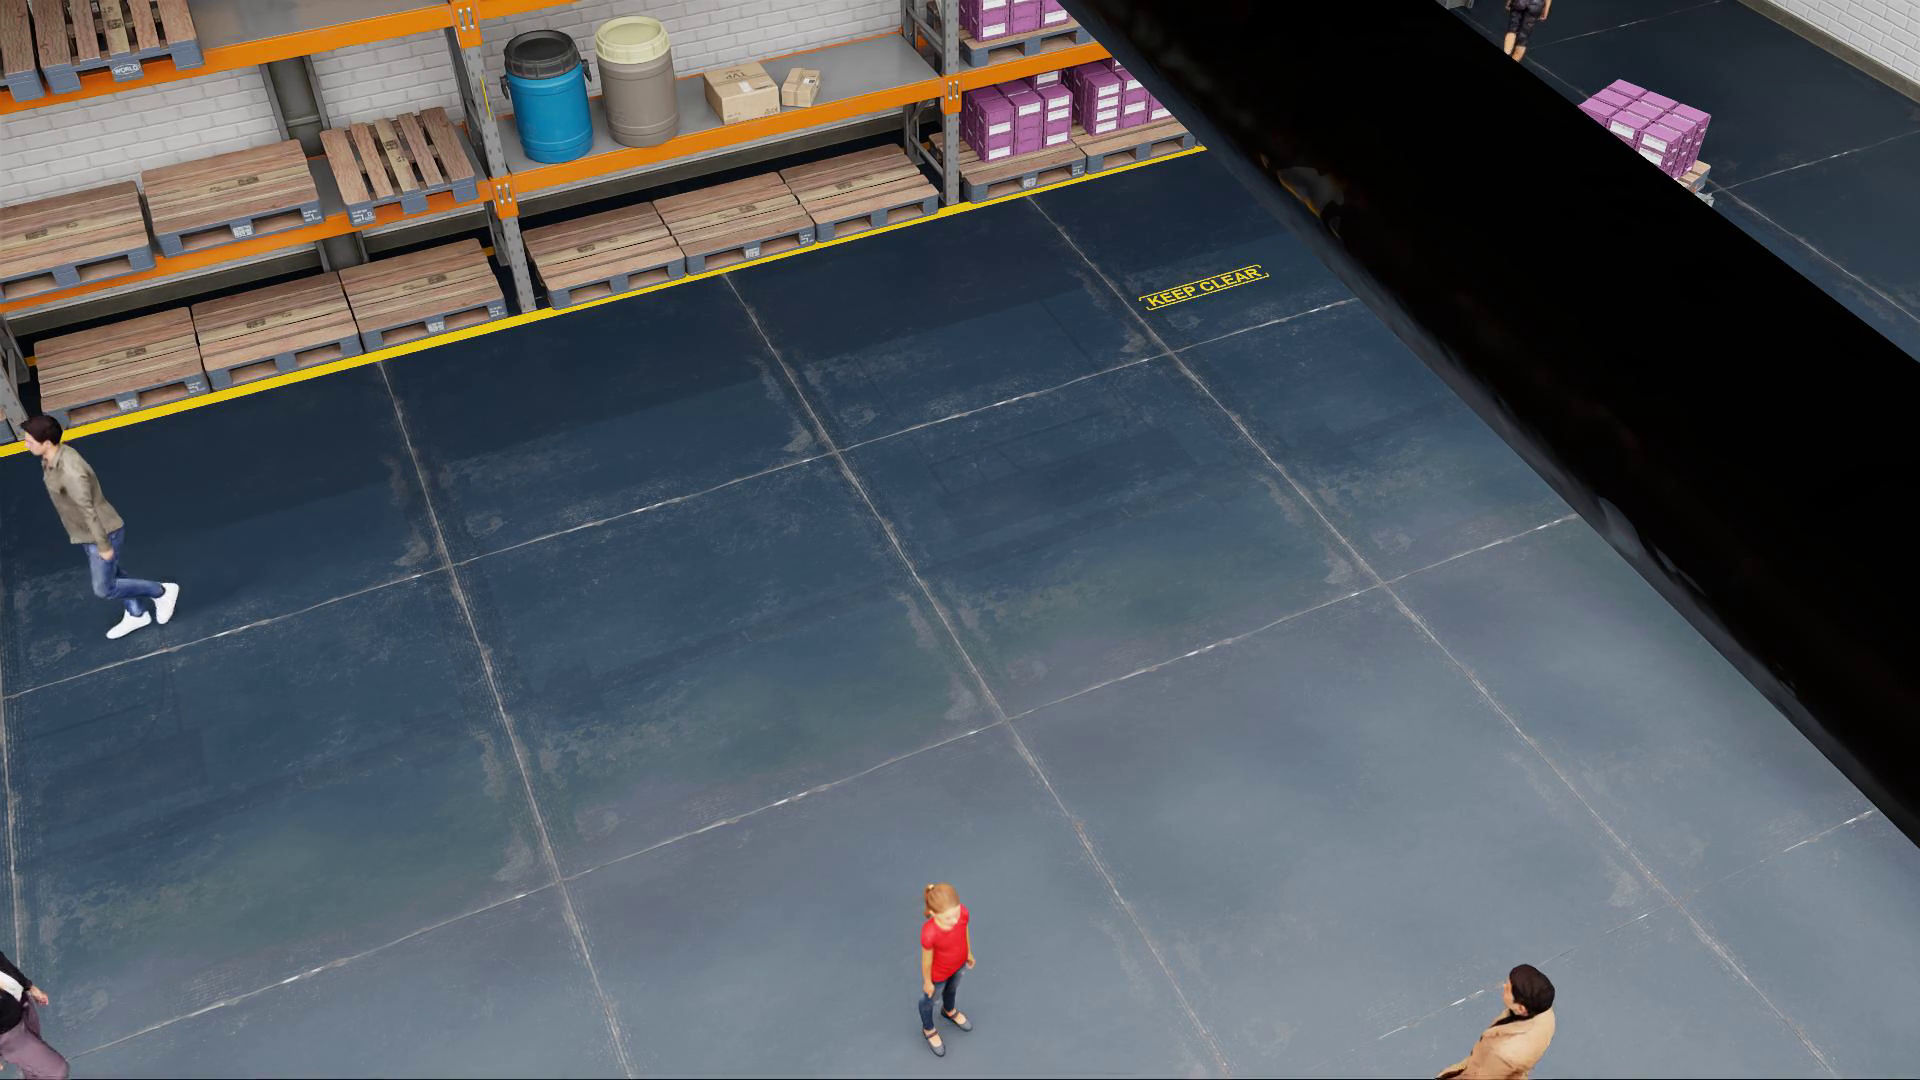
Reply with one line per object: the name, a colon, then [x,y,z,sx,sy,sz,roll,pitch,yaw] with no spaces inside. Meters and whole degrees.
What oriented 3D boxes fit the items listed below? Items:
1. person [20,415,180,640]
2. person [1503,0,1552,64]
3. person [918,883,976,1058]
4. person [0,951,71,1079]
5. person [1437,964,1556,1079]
person: [-5.615,-0.106,10.972,0.876,1.853,0.836,-33,52,-30]
person: [5.615,-5.300,16.520,0.738,1.722,0.805,22,48,22]
person: [-0.089,2.254,8.888,0.507,1.311,0.603,-31,52,-29]
person: [-4.887,2.478,8.400,0.650,1.660,0.646,-9,44,-9]
person: [2.705,2.716,8.124,1.107,1.696,1.165,22,48,22]
